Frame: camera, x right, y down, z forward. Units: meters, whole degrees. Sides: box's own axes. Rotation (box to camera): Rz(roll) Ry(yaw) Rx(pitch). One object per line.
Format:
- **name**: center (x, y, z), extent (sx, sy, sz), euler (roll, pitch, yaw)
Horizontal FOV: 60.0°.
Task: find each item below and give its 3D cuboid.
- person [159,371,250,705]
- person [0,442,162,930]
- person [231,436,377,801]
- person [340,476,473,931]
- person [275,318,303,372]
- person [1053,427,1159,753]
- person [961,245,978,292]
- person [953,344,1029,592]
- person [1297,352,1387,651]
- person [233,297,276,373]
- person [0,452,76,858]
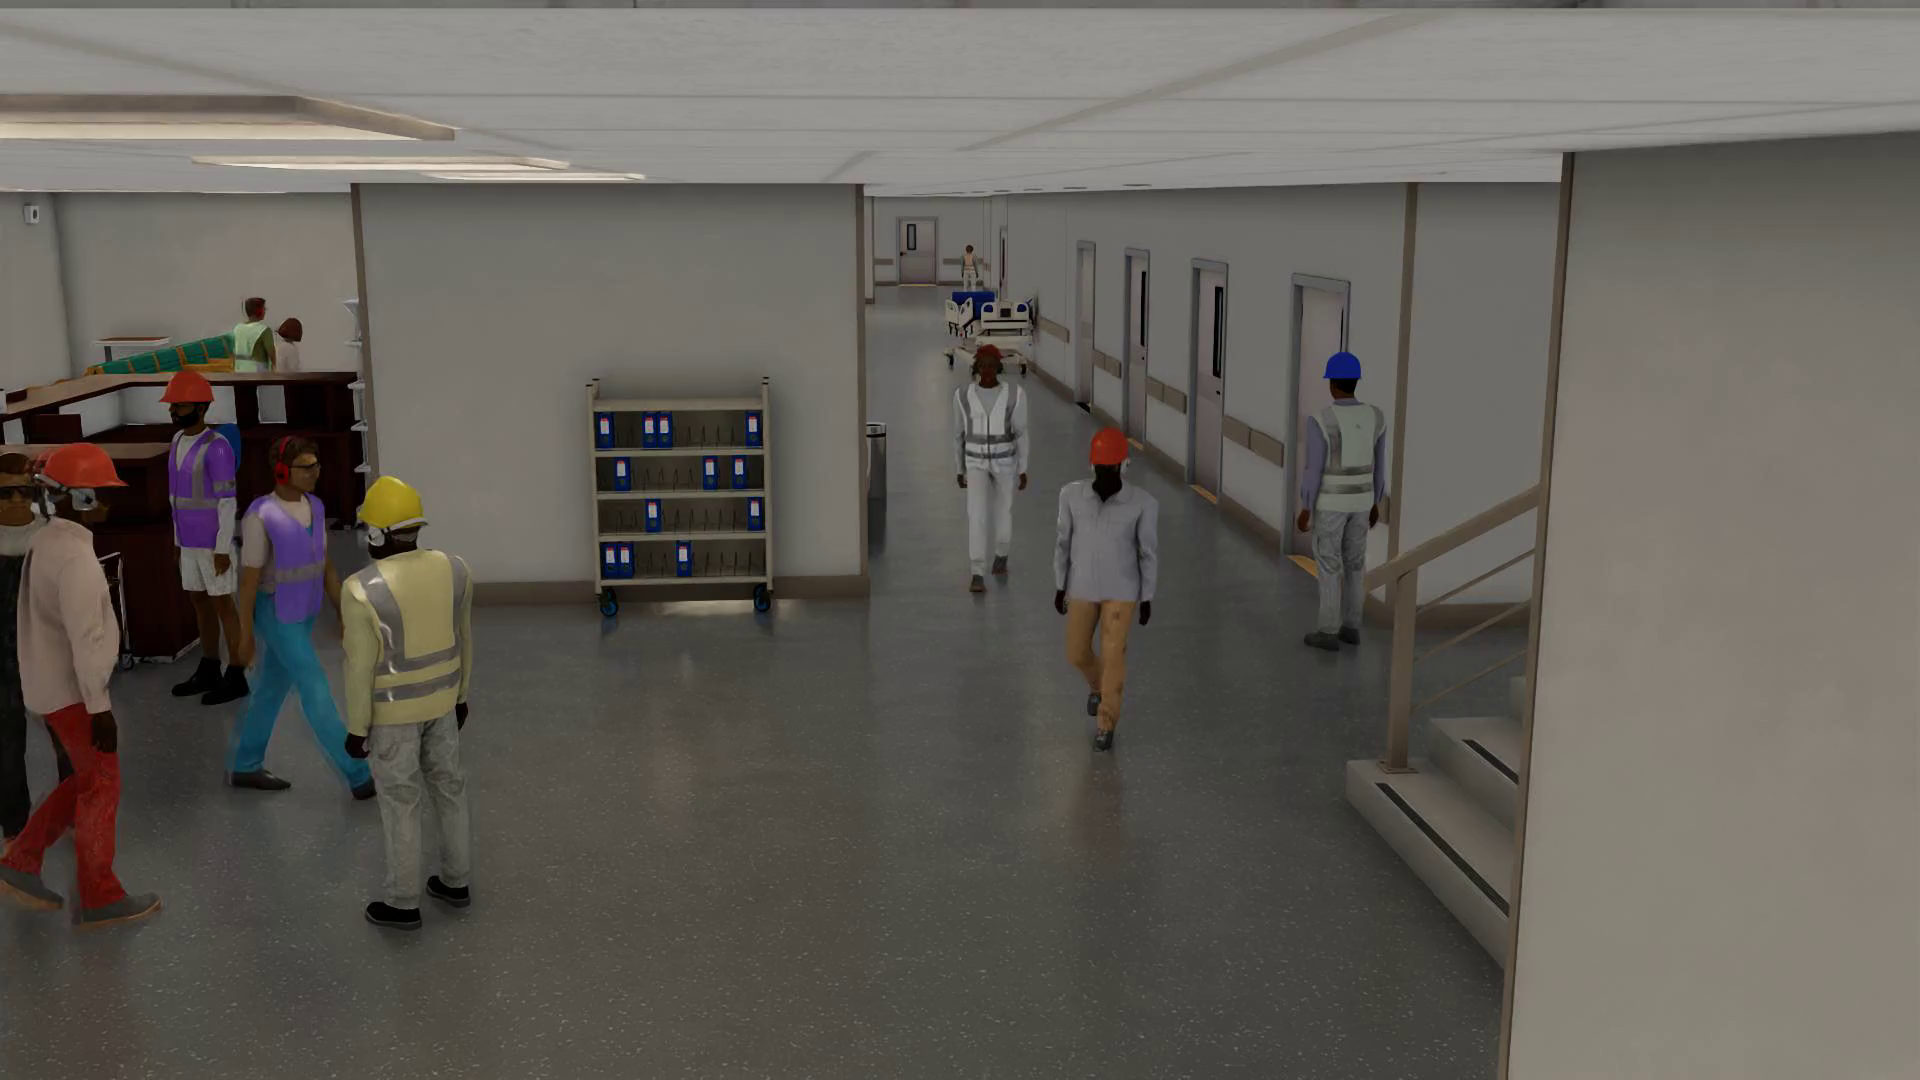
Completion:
- **person**: center (-4.414, -0.015, 9.675), extent (0.545, 1.942, 0.351), euler (8, 14, 34)
- **person**: center (-3.543, 0.596, 6.620), extent (0.580, 1.969, 0.665), euler (-9, 14, -36)
- **person**: center (-3.200, 0.385, 8.089), extent (0.977, 1.788, 0.583), euler (1, 12, 6)
- **person**: center (-2.224, 0.650, 6.689), extent (0.404, 1.837, 0.588), euler (8, 14, 33)
- **person**: center (-7.428, -1.655, 18.468), extent (0.349, 1.614, 0.544), euler (-9, 15, -39)
- **person**: center (0.787, 0.236, 8.929), extent (0.565, 1.735, 0.524), euler (4, 12, 20)
- **person**: center (0.279, -7.602, 47.498), extent (0.511, 1.640, 0.309), euler (3, 12, 15)
- **person**: center (0.237, -0.579, 12.704), extent (0.579, 1.847, 0.969), euler (1, 12, 5)
- **person**: center (2.473, -0.249, 10.822), extent (0.618, 1.944, 0.406), euler (-5, 13, -25)
- **person**: center (-7.950, -1.858, 19.023), extent (0.571, 1.806, 0.919), euler (8, 14, 35)
- **person**: center (-4.095, 0.521, 7.320), extent (0.506, 1.838, 0.342), euler (-6, 13, -27)
